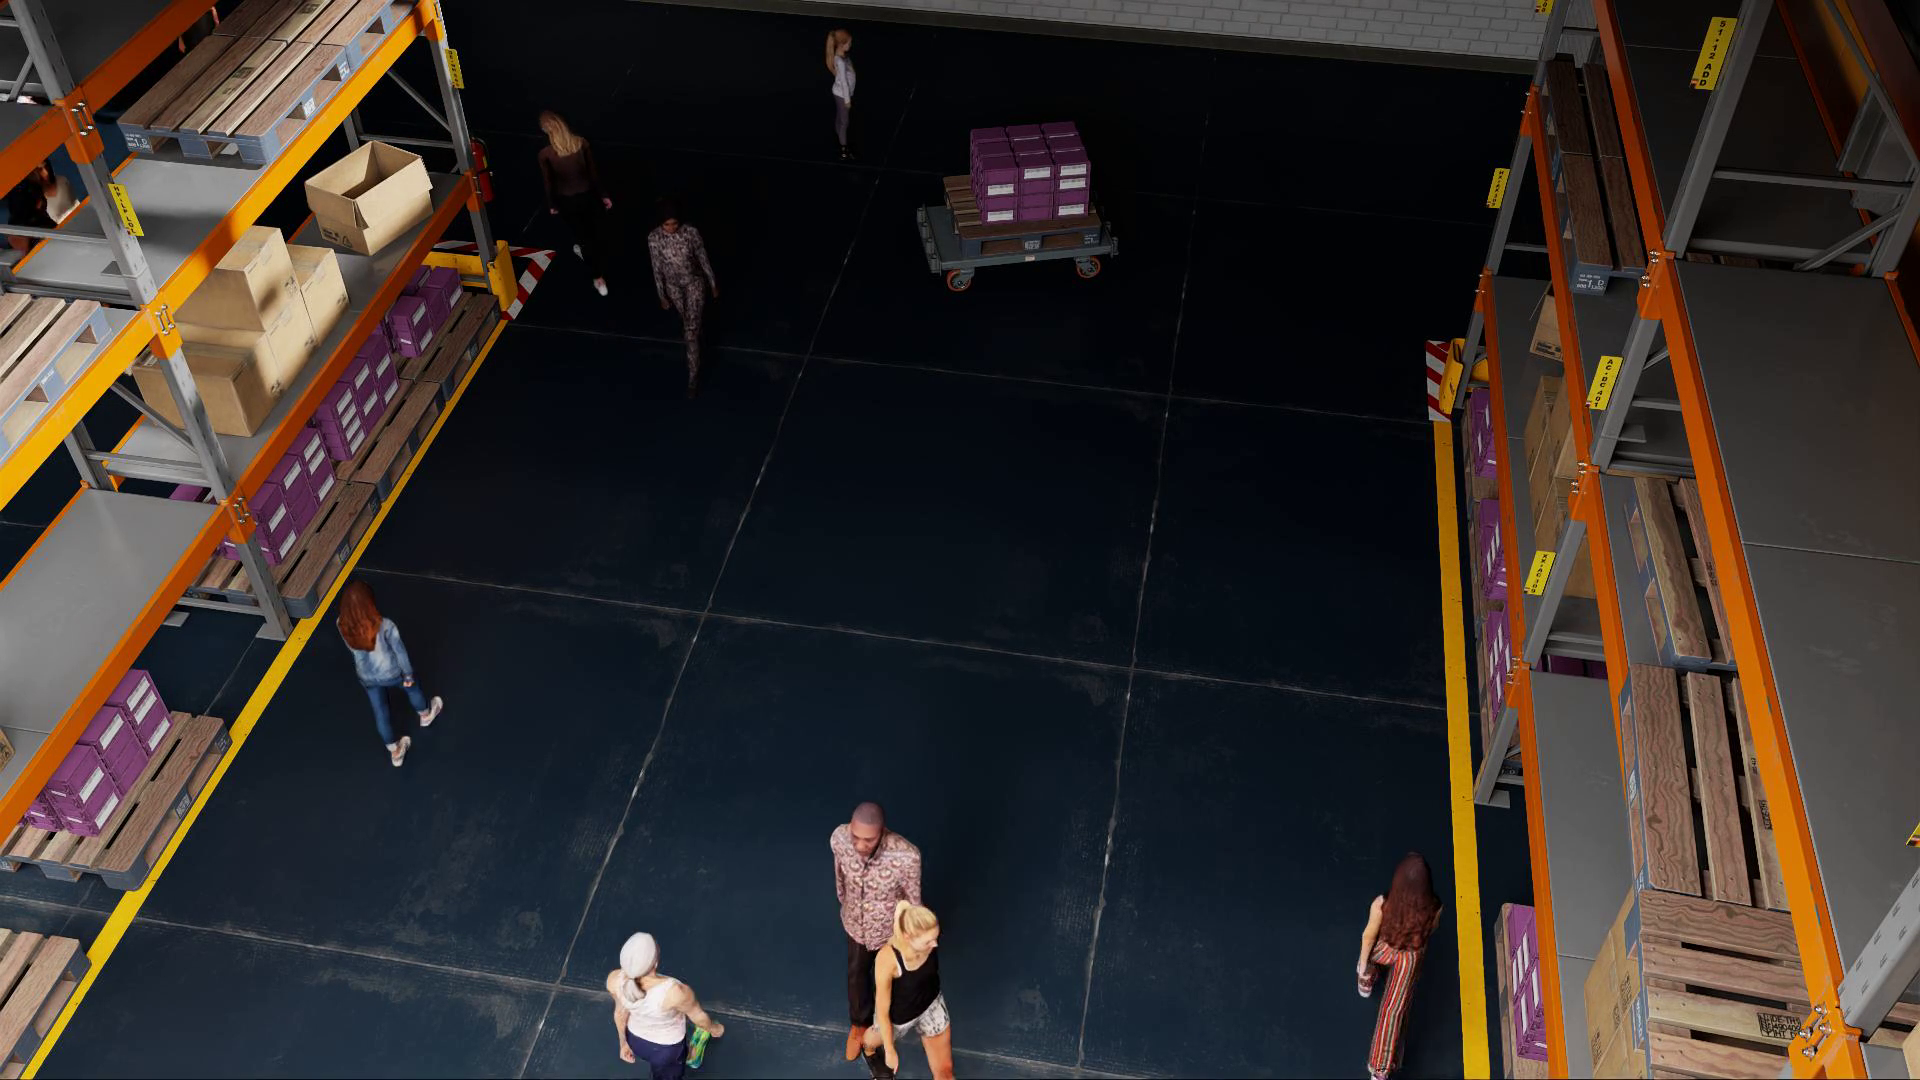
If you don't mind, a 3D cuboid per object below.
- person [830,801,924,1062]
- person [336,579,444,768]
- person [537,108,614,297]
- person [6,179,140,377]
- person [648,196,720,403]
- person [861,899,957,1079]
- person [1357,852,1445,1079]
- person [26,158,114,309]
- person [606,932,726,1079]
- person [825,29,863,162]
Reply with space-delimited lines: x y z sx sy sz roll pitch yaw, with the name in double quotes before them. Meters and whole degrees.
"person" -0.386 1.937 8.863 0.741 1.783 1.148 11 45 12
"person" -3.585 0.859 10.230 0.620 1.459 0.799 2 44 2
"person" -3.176 -2.773 13.896 1.019 1.662 1.088 -21 47 -21
"person" -7.174 -1.995 13.007 0.949 1.761 1.119 -7 44 -8
"person" -2.164 -2.024 13.113 0.718 1.656 1.203 0 44 1
"person" -0.324 2.335 8.451 1.223 1.776 1.183 -31 52 -29
"person" 2.295 2.242 8.729 0.536 1.528 1.085 6 44 6
"person" -7.269 -2.428 13.523 0.738 1.676 0.596 21 47 21
"person" -1.518 2.608 8.258 0.776 1.647 1.219 15 46 15
"person" -1.113 -4.213 15.684 0.618 1.280 0.525 -7 44 -8
